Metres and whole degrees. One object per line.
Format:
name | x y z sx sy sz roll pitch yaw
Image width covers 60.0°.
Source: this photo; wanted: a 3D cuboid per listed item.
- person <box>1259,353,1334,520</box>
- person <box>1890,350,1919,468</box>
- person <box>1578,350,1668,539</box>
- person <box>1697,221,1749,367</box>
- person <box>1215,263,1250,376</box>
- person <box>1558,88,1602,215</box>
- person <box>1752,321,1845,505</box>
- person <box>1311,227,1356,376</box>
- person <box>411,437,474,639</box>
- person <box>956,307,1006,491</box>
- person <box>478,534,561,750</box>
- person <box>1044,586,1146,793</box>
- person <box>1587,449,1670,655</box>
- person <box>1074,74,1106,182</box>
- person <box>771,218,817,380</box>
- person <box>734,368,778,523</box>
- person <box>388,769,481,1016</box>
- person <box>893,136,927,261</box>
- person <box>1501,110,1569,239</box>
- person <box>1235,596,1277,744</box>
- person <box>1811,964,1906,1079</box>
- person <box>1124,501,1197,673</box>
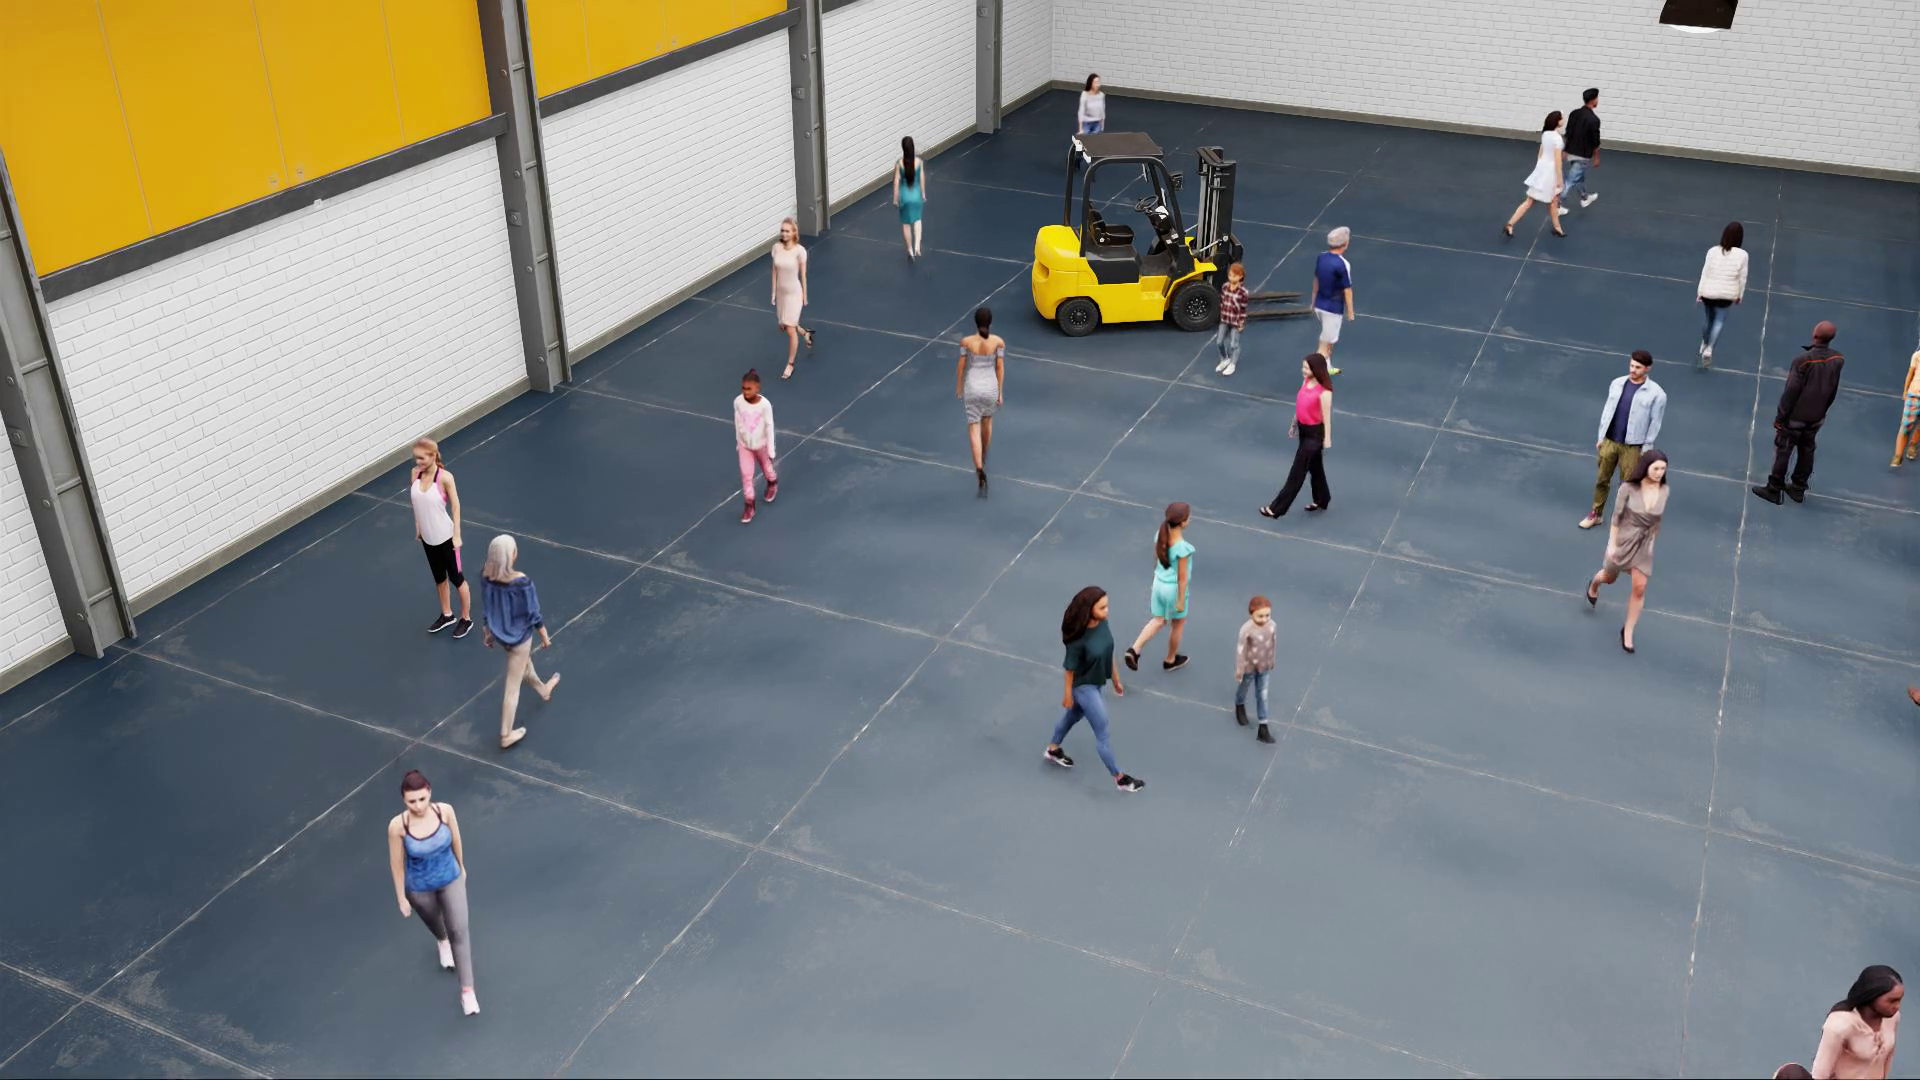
person | 3.344 -0.962 15.491 1.041 1.628 1.036 -7 29 -13
person | 9.615 -1.437 16.575 0.620 1.426 0.987 17 33 28
person | 6.061 -0.886 15.164 0.699 1.809 0.750 -25 37 -38
person | 8.591 -2.769 18.816 0.659 1.617 1.023 15 32 25
person | 3.090 -2.489 18.638 0.575 1.296 0.578 21 35 33
person | 8.720 -5.483 23.623 1.201 1.779 1.143 -10 30 -17
person | 7.992 -1.205 15.732 0.801 1.825 0.813 -4 29 -8
person | 3.961 -2.499 18.108 0.931 1.820 0.863 -12 31 -21
person | -4.259 -0.042 13.638 0.600 1.788 0.506 12 31 21
person | 0.199 -1.333 16.009 0.938 1.784 1.160 -2 29 -3
person | -3.351 0.776 12.273 0.629 1.658 1.058 13 31 22
person | 0.849 1.023 11.915 0.781 1.569 1.078 18 33 30
person | 5.444 0.024 13.595 0.889 1.715 1.161 0 29 1
person | 1.931 -6.263 25.217 0.809 1.622 0.865 -14 32 -24
person | -1.860 -2.730 18.541 0.587 1.812 0.982 13 31 22
person | -1.911 -0.940 15.663 0.698 1.426 1.014 6 29 10
person | -3.193 2.041 10.051 1.040 1.567 1.053 -12 31 -21
person | -0.638 -4.445 21.827 0.691 1.677 0.739 -7 29 -12
person | 7.847 -4.878 22.523 1.110 1.770 1.219 -4 29 -7
person | 2.199 0.918 12.529 0.781 1.164 0.883 -6 29 -11
person | 4.454 2.804 8.509 1.029 1.703 1.076 -11 31 -19
person | 1.600 0.414 13.060 0.966 1.542 0.811 -19 34 -30
